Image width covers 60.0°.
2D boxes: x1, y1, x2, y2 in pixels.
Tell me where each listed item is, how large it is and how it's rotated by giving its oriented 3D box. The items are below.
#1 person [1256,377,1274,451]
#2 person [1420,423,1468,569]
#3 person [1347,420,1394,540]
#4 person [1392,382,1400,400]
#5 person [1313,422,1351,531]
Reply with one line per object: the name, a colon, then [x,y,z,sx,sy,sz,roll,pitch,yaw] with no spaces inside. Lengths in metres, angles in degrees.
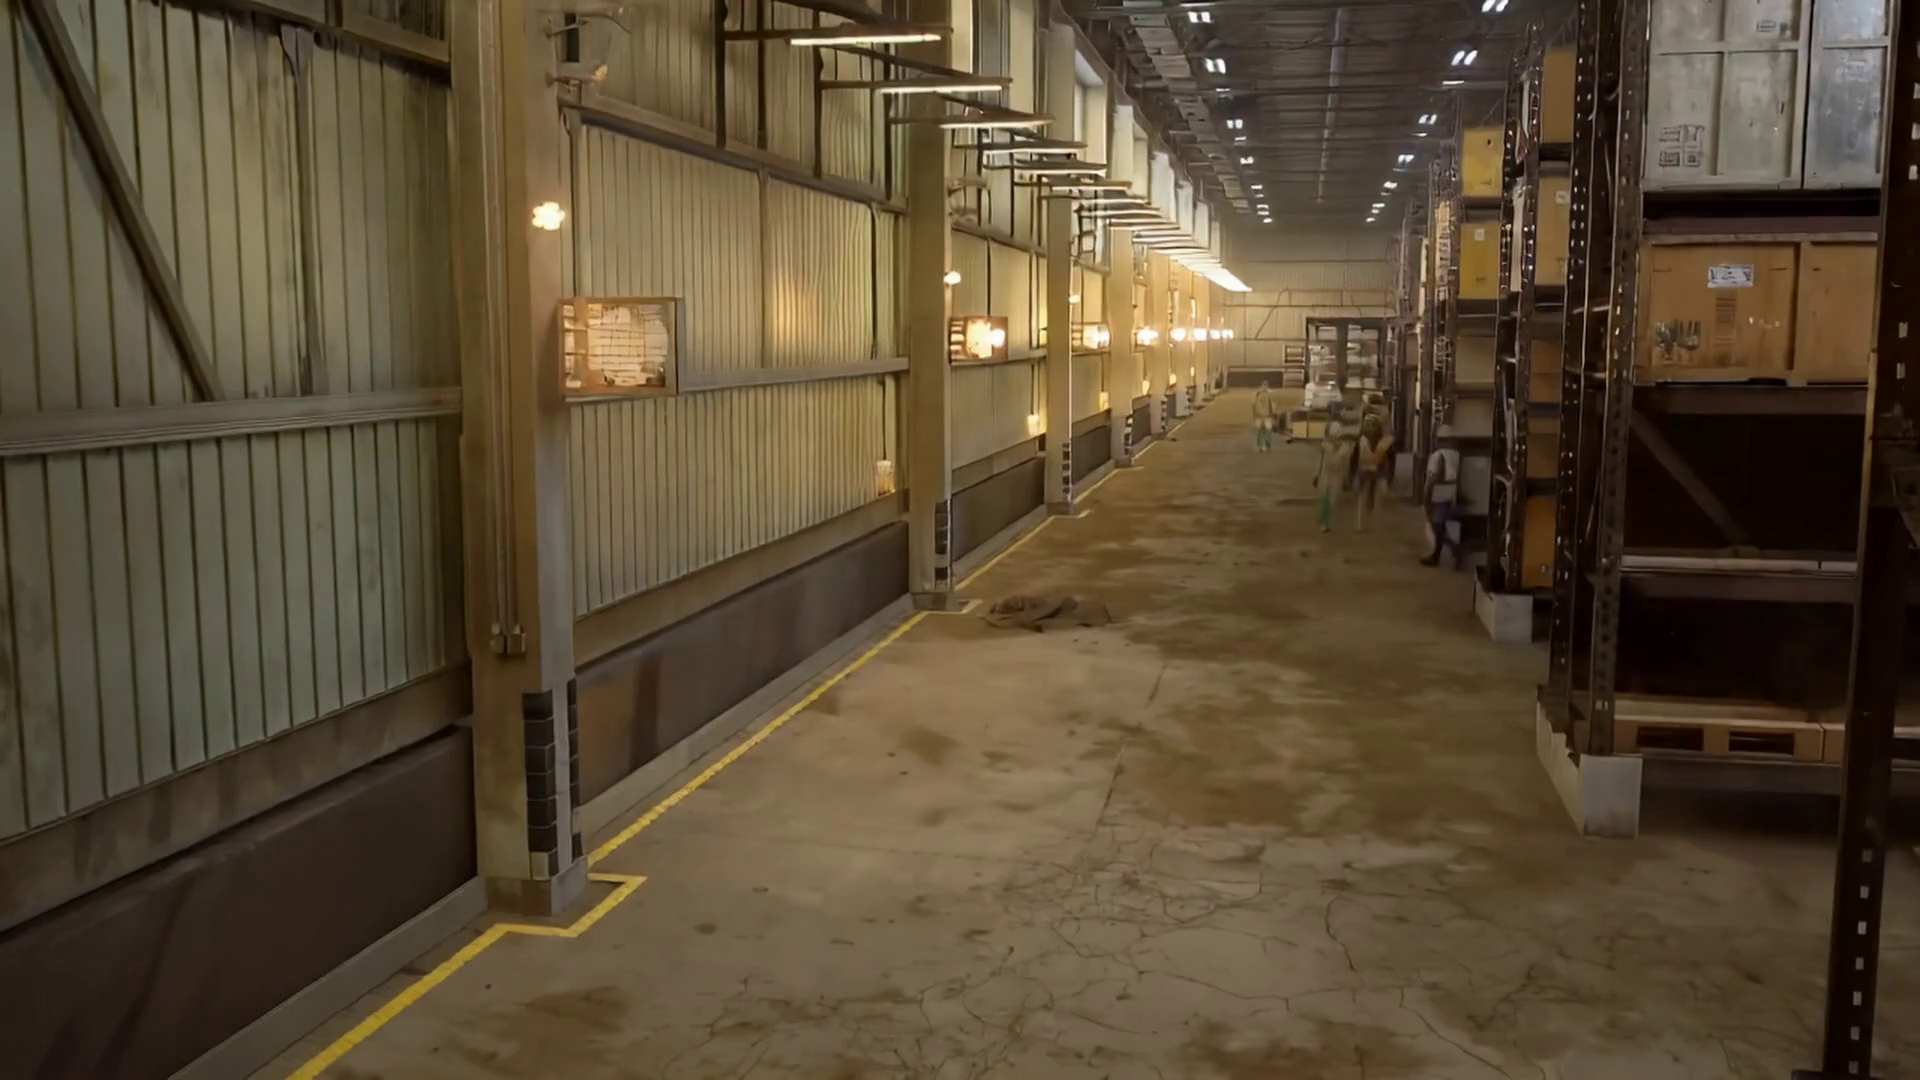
person: [7.948,-3.267,43.292,0.357,1.938,0.545,-6,9,-41]
person: [6.329,-0.557,21.654,0.556,1.920,0.735,-5,9,-36]
person: [6.153,-0.904,24.909,0.650,1.789,0.947,2,7,14]
person: [12.356,-3.601,46.780,0.347,1.735,0.485,-5,9,-35]
person: [5.846,-0.999,25.980,0.592,1.720,0.534,7,10,44]
